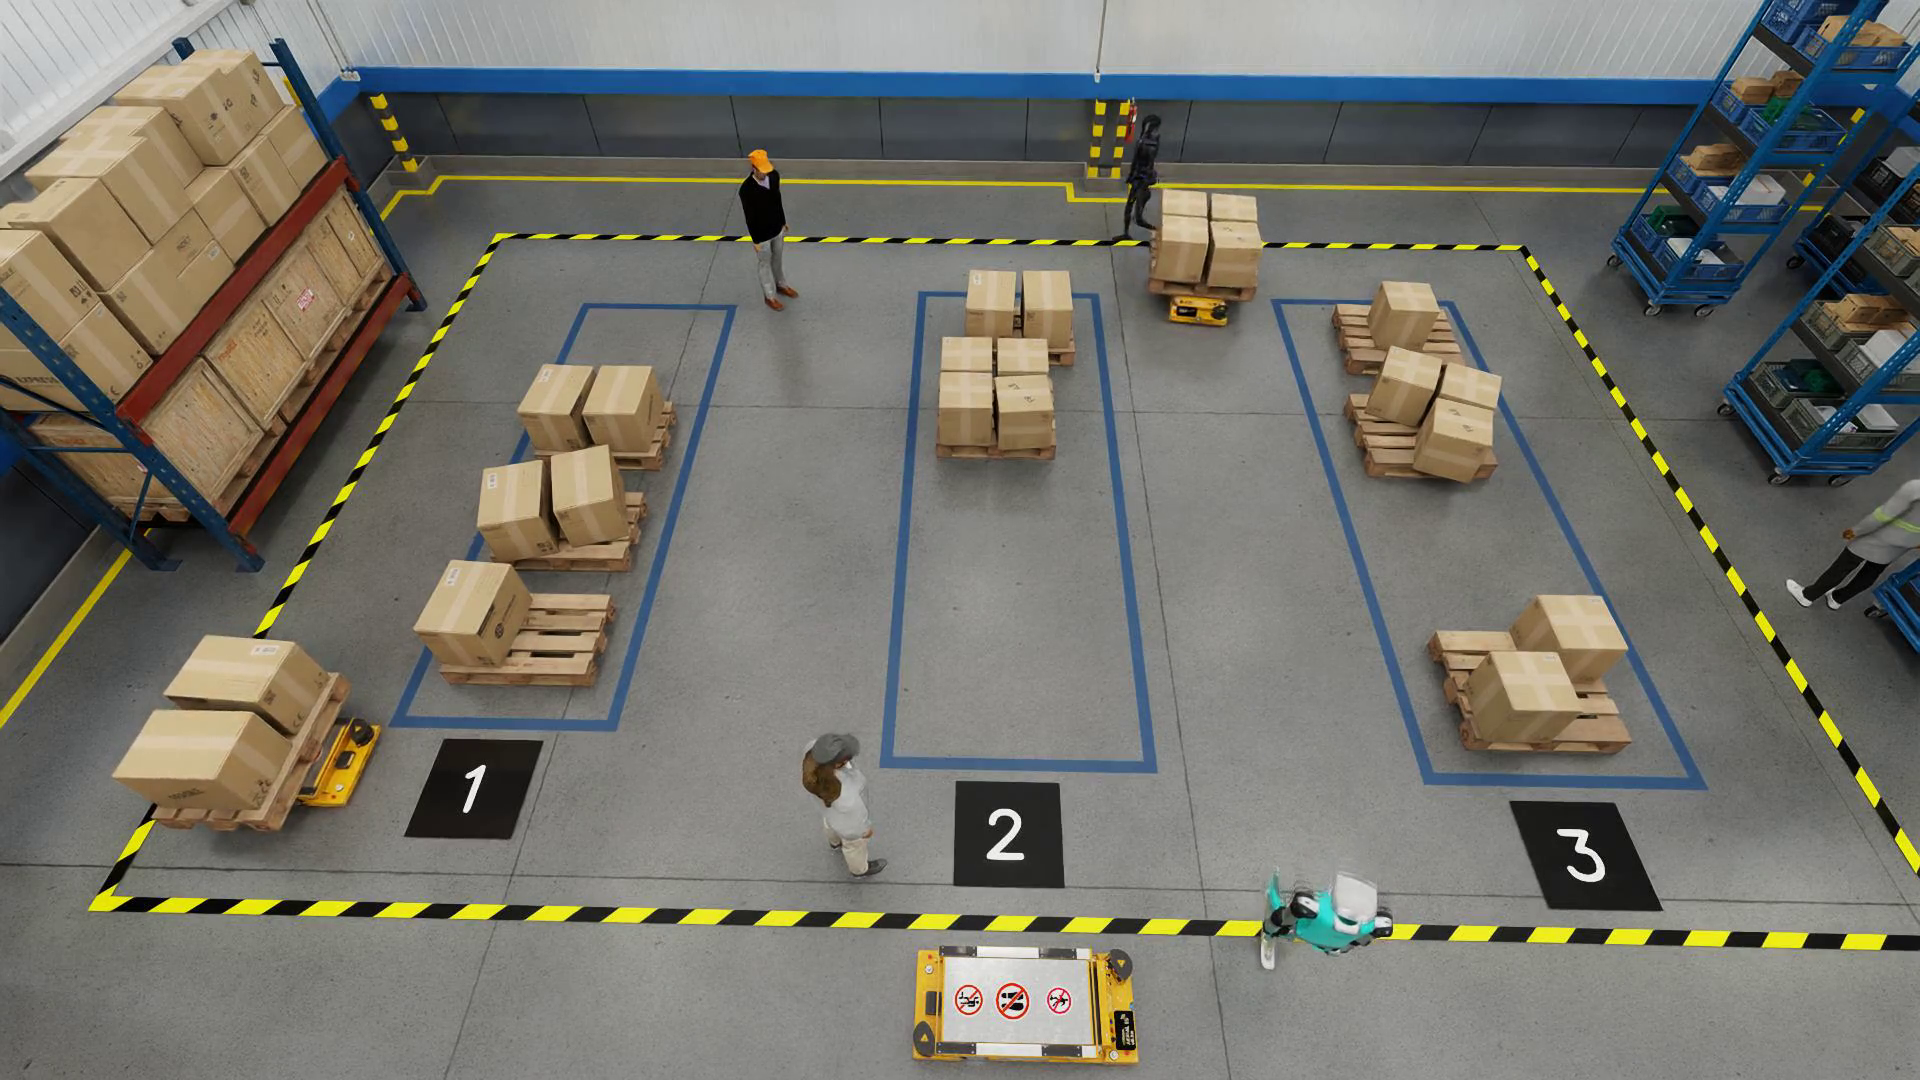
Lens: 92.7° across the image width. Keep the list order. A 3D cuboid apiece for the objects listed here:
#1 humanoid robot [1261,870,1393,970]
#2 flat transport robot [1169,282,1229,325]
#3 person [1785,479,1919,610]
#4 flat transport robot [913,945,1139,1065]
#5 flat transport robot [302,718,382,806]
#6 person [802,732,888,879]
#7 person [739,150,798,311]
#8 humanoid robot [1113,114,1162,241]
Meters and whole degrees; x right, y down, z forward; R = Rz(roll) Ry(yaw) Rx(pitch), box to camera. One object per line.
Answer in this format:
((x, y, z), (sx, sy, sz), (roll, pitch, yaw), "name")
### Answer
((2.151, 2.307, 5.724), (0.538, 1.883, 0.734), (11, 52, 9), "humanoid robot")
((2.857, -3.119, 11.010), (0.652, 0.197, 1.431), (6, 51, 5), "flat transport robot")
((7.645, -0.064, 7.516), (0.588, 1.852, 0.371), (8, 51, 6), "person")
((0.422, 3.041, 6.007), (1.431, 0.231, 0.659), (1, 51, 1), "flat transport robot")
((-5.352, 1.698, 7.084), (1.431, 0.197, 0.652), (1, 51, 1), "flat transport robot")
((-0.787, 1.765, 6.077), (0.397, 1.768, 0.572), (-31, 57, -23), "person")
((-2.138, -3.482, 10.287), (0.394, 1.877, 0.586), (26, 56, 20), "person")
((2.265, -4.365, 11.139), (0.589, 1.638, 0.599), (-7, 51, -6), "humanoid robot")
